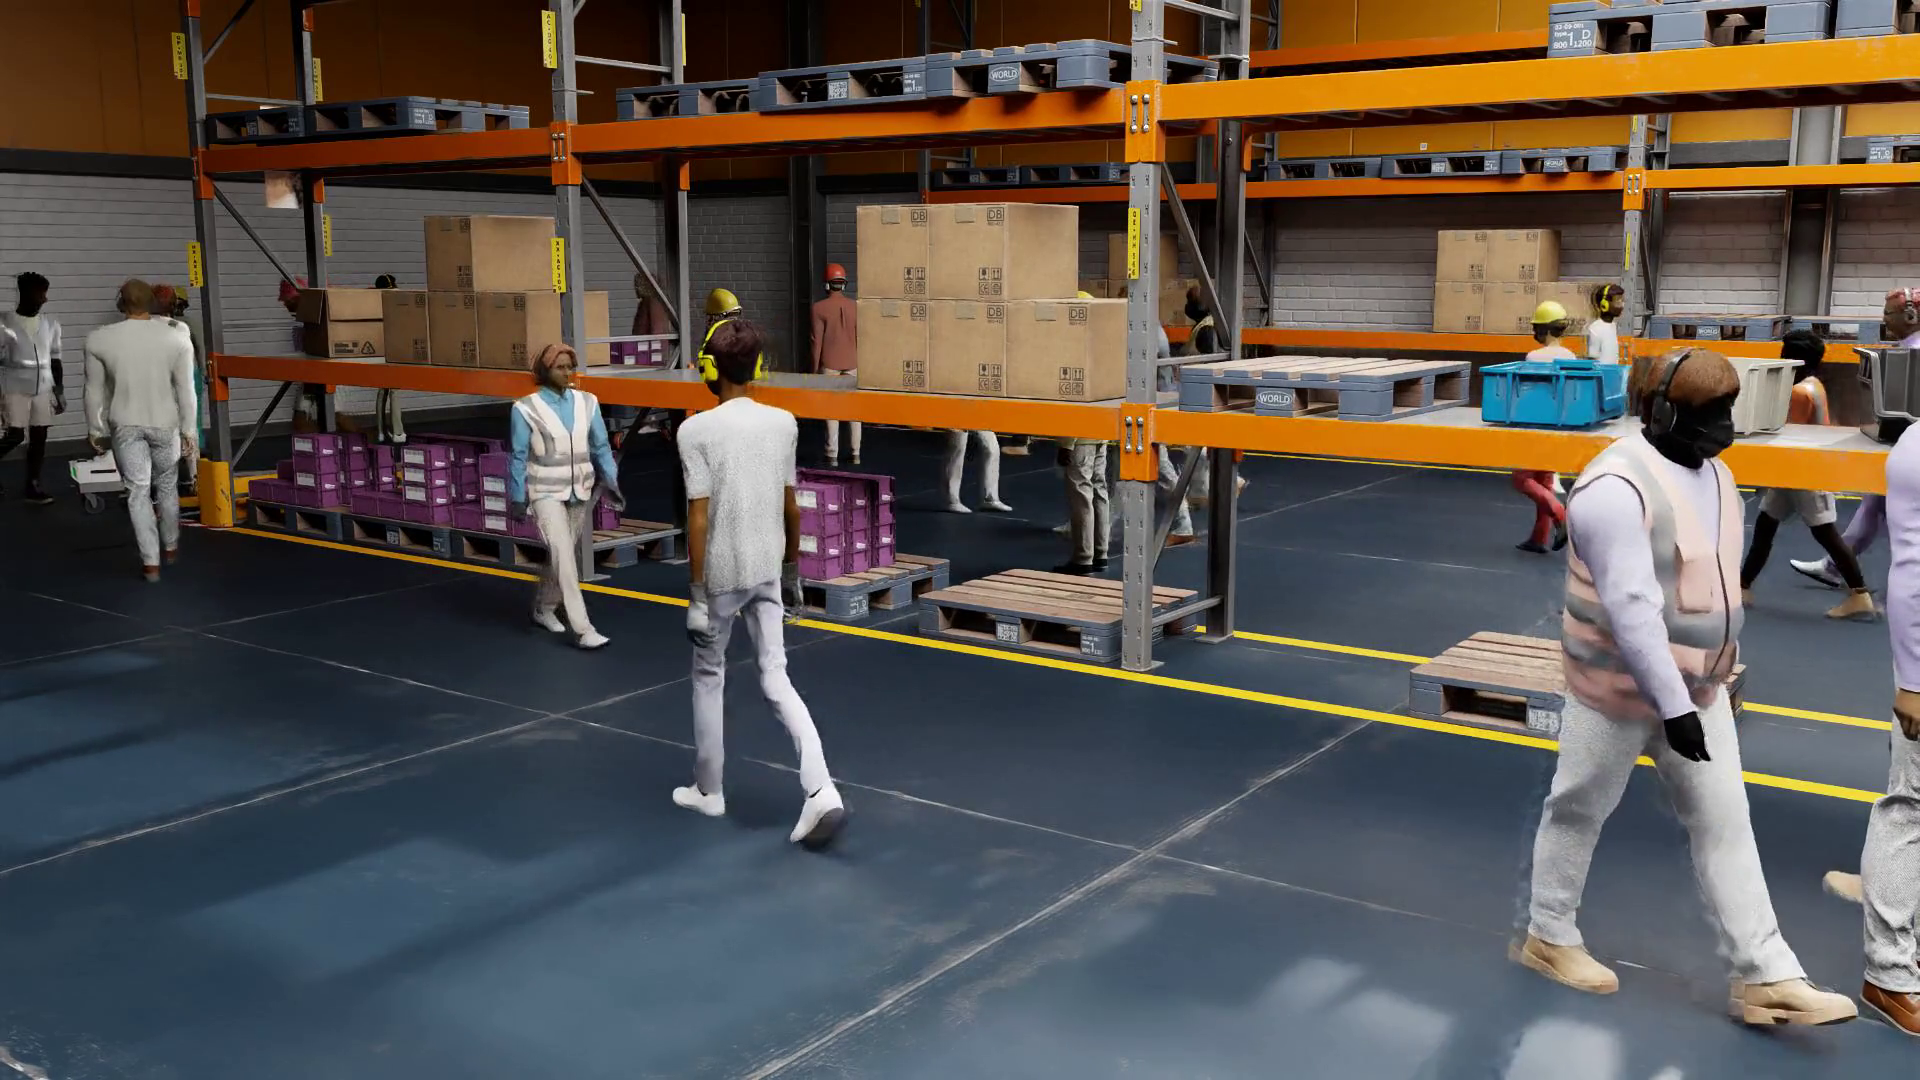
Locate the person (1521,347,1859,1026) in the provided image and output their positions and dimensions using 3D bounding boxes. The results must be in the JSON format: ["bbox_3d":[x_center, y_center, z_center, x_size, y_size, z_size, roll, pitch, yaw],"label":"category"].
[{"bbox_3d":[1.897,0.405,4.346,0.633,1.793,0.956,-6,11,-32],"label":"person"}]

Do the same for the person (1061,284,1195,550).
[{"bbox_3d":[1.207,-0.835,11.491,0.996,1.881,0.619,-1,10,-6],"label":"person"}]

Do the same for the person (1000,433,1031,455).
[{"bbox_3d":[0.554,-1.903,17.372,0.561,2.000,0.704,4,10,24],"label":"person"}]

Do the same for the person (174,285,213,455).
[{"bbox_3d":[-8.089,-1.759,17.332,0.532,1.767,0.322,0,10,1],"label":"person"}]

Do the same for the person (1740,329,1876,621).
[{"bbox_3d":[4.796,-0.373,9.453,0.915,1.642,0.527,5,11,27],"label":"person"}]

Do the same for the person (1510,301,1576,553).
[{"bbox_3d":[4.040,-0.750,11.363,0.535,1.748,0.486,-7,12,-36],"label":"person"}]

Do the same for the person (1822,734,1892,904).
[{"bbox_3d":[3.086,0.305,4.911,0.538,1.817,0.815,-9,13,-42],"label":"person"}]

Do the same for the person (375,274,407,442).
[{"bbox_3d":[-6.376,-2.023,18.594,0.517,1.874,0.328,6,11,32],"label":"person"}]

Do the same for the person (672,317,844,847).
[{"bbox_3d":[-0.726,0.144,5.823,0.528,1.835,0.895,-8,12,-39],"label":"person"}]

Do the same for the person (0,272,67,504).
[{"bbox_3d":[-7.834,-1.264,13.876,0.609,1.929,0.646,5,11,28],"label":"person"}]

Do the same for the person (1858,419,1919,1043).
[{"bbox_3d":[2.654,0.338,4.351,0.627,1.933,0.371,-5,11,-28],"label":"person"}]

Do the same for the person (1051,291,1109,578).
[{"bbox_3d":[0.776,-0.670,10.648,0.403,1.830,0.600,5,11,29],"label":"person"}]

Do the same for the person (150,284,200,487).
[{"bbox_3d":[-6.786,-1.250,14.131,0.584,1.842,0.991,2,10,11],"label":"person"}]

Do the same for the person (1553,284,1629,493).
[{"bbox_3d":[5.458,-1.276,14.270,0.893,1.837,0.514,6,11,31],"label":"person"}]

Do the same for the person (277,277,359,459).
[{"bbox_3d":[-5.944,-1.505,15.512,0.985,1.888,0.618,-9,13,-42],"label":"person"}]

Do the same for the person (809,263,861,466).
[{"bbox_3d":[-1.229,-1.729,16.471,0.613,1.995,0.391,-6,11,-33],"label":"person"}]

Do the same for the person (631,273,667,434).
[{"bbox_3d":[-3.603,-2.165,19.383,0.469,1.885,0.670,-3,10,-19],"label":"person"}]

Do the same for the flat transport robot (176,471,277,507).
[{"bbox_3d":[-5.823,-0.454,14.003,1.431,0.197,0.652,-4,10,-23],"label":"flat transport robot"}]

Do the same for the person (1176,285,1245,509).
[{"bbox_3d":[1.988,-1.139,13.435,0.495,1.832,0.645,1,10,5],"label":"person"}]

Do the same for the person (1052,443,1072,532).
[{"bbox_3d":[0.867,-0.835,12.273,0.388,1.623,0.514,2,10,9],"label":"person"}]

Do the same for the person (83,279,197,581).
[{"bbox_3d":[-5.292,-0.723,10.758,0.651,1.892,0.969,-6,11,-30],"label":"person"}]

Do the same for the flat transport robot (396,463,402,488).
[{"bbox_3d":[-4.584,-0.584,14.780,1.431,0.197,0.652,-7,12,-34],"label":"flat transport robot"}]

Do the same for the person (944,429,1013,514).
[{"bbox_3d":[0.151,-0.997,13.203,0.662,1.612,0.549,5,11,27],"label":"person"}]

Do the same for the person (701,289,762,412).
[{"bbox_3d":[-1.663,-0.883,11.951,0.403,1.827,0.589,6,11,32],"label":"person"}]

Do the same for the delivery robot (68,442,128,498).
[{"bbox_3d":[-6.810,-0.551,13.459,0.707,0.478,0.477,-6,11,-31],"label":"delivery robot"}]

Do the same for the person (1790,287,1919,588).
[{"bbox_3d":[5.503,-0.559,9.900,0.970,1.856,0.655,5,11,27],"label":"person"}]

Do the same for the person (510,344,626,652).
[{"bbox_3d":[-2.097,-0.234,8.771,0.884,1.593,0.527,9,13,43],"label":"person"}]
